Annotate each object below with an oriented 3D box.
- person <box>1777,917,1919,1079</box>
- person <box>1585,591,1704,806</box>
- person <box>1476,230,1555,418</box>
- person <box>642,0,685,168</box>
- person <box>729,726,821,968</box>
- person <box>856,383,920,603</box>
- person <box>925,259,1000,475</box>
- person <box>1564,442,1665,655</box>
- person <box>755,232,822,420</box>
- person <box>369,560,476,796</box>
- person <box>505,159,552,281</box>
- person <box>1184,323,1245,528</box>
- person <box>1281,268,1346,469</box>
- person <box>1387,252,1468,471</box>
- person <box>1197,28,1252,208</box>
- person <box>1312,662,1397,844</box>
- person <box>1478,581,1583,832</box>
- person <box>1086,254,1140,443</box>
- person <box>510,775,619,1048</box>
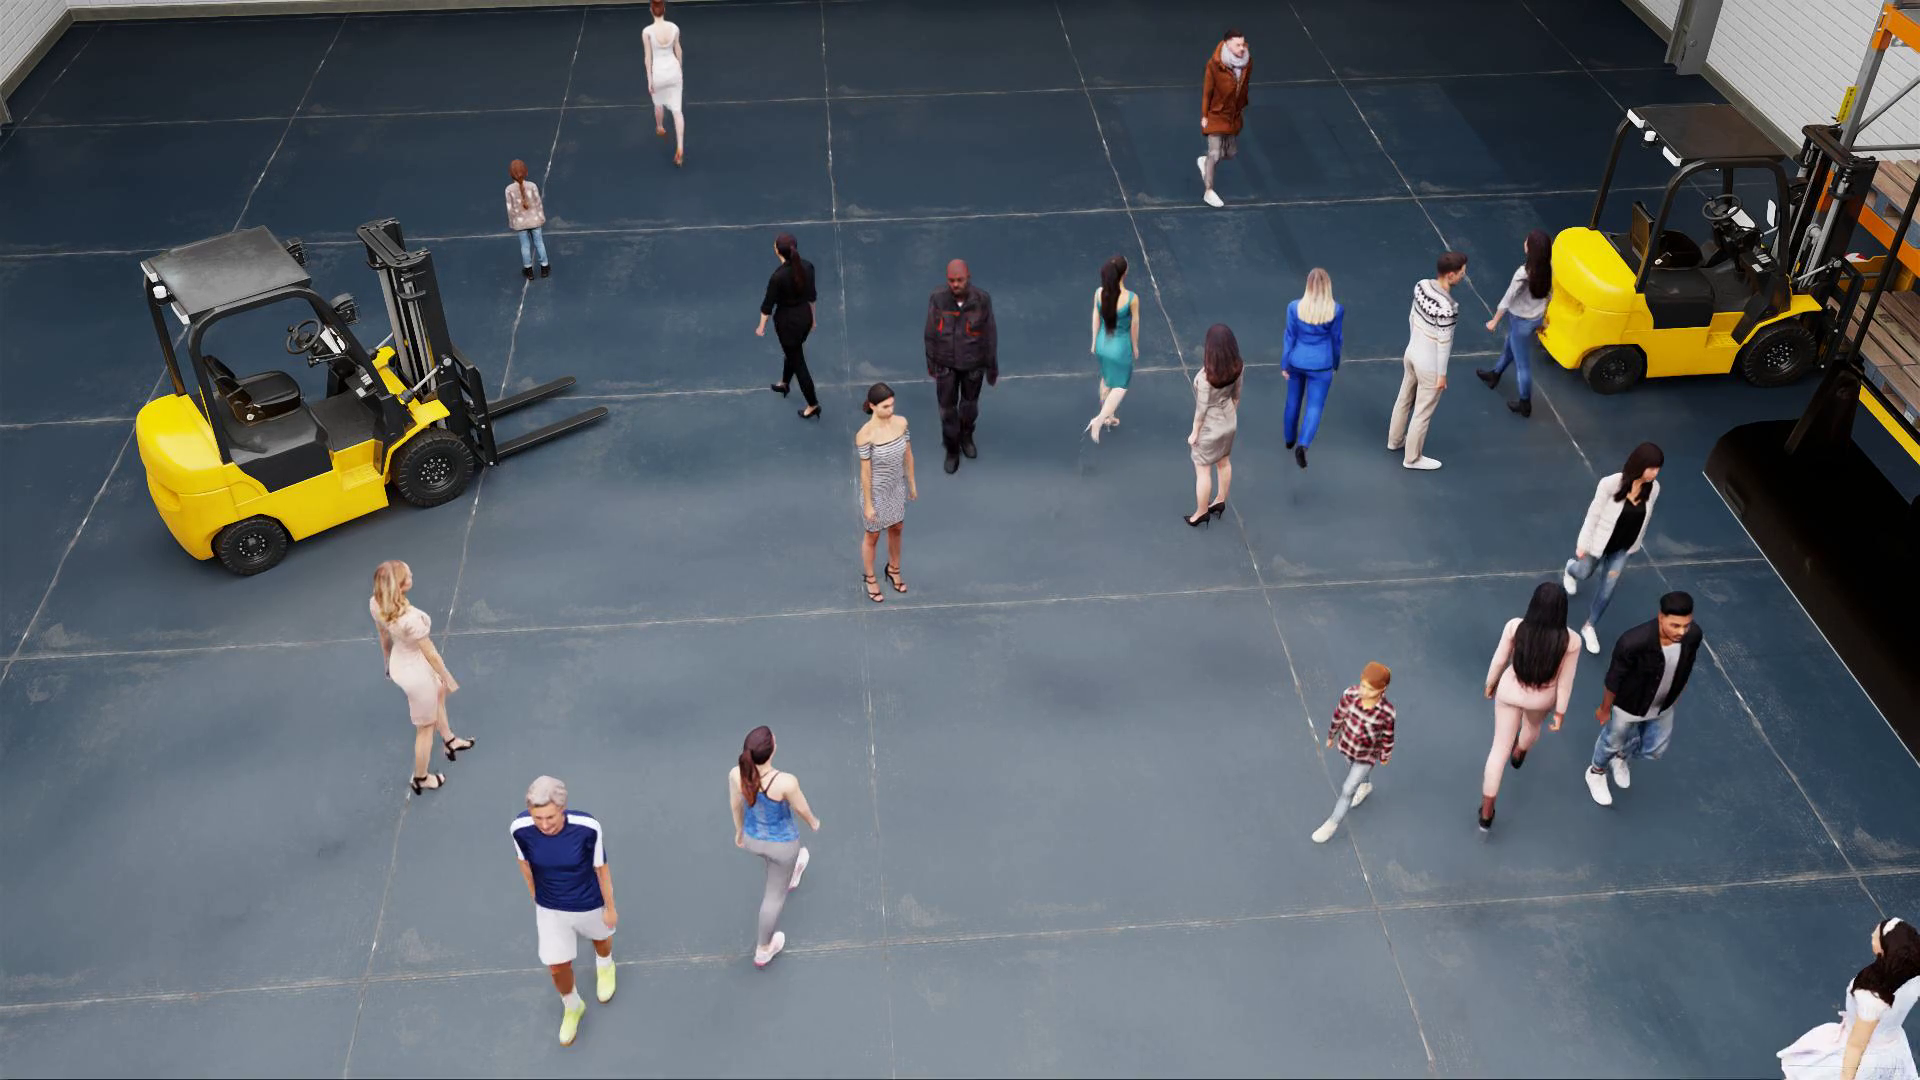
[{"bbox_3d":[4.432,2.618,8.074,0.929,1.754,1.222,-18,42,-22],"label":"person"},{"bbox_3d":[4.150,0.890,10.217,0.716,1.781,0.716,-5,39,-6],"label":"person"},{"bbox_3d":[4.701,-1.732,13.643,0.893,1.602,1.010,-28,46,-30],"label":"person"},{"bbox_3d":[-3.020,-4.733,17.277,0.804,1.757,1.103,-16,41,-19],"label":"person"},{"bbox_3d":[-1.091,1.737,9.324,0.886,1.571,1.118,15,41,18],"label":"person"},{"bbox_3d":[-0.555,-0.337,11.722,0.675,1.821,0.693,-27,46,-29],"label":"person"},{"bbox_3d":[0.000,-1.476,13.160,0.752,1.805,0.797,-2,39,-2],"label":"person"},{"bbox_3d":[4.468,-0.042,11.518,0.675,1.614,1.003,1,39,1],"label":"person"},{"bbox_3d":[-1.289,-1.692,13.571,0.981,1.631,0.935,24,45,27],"label":"person"},{"bbox_3d":[-3.407,0.900,10.184,0.835,1.807,0.901,25,45,28],"label":"person"},{"bbox_3d":[-4.054,-3.002,15.560,0.528,1.194,0.527,-12,40,-15],"label":"person"},{"bbox_3d":[1.900,-0.837,12.409,0.667,1.744,0.683,-25,45,-28],"label":"person"},{"bbox_3d":[2.726,-1.311,13.054,0.845,1.680,1.039,11,40,14],"label":"person"},{"bbox_3d":[3.660,-1.422,13.049,0.780,1.860,0.563,-9,40,-12],"label":"person"},{"bbox_3d":[2.568,-4.267,16.645,0.846,1.818,0.873,-19,42,-22],"label":"person"},{"bbox_3d":[2.486,1.226,10.204,0.911,1.272,0.935,32,48,34],"label":"person"},{"bbox_3d":[3.412,1.037,10.121,1.003,1.671,1.266,14,41,17],"label":"person"},{"bbox_3d":[1.197,-1.470,13.264,0.819,1.667,0.922,21,43,24],"label":"person"},{"bbox_3d":[-2.081,1.857,8.981,0.645,1.812,0.786,-5,39,-6],"label":"person"}]
